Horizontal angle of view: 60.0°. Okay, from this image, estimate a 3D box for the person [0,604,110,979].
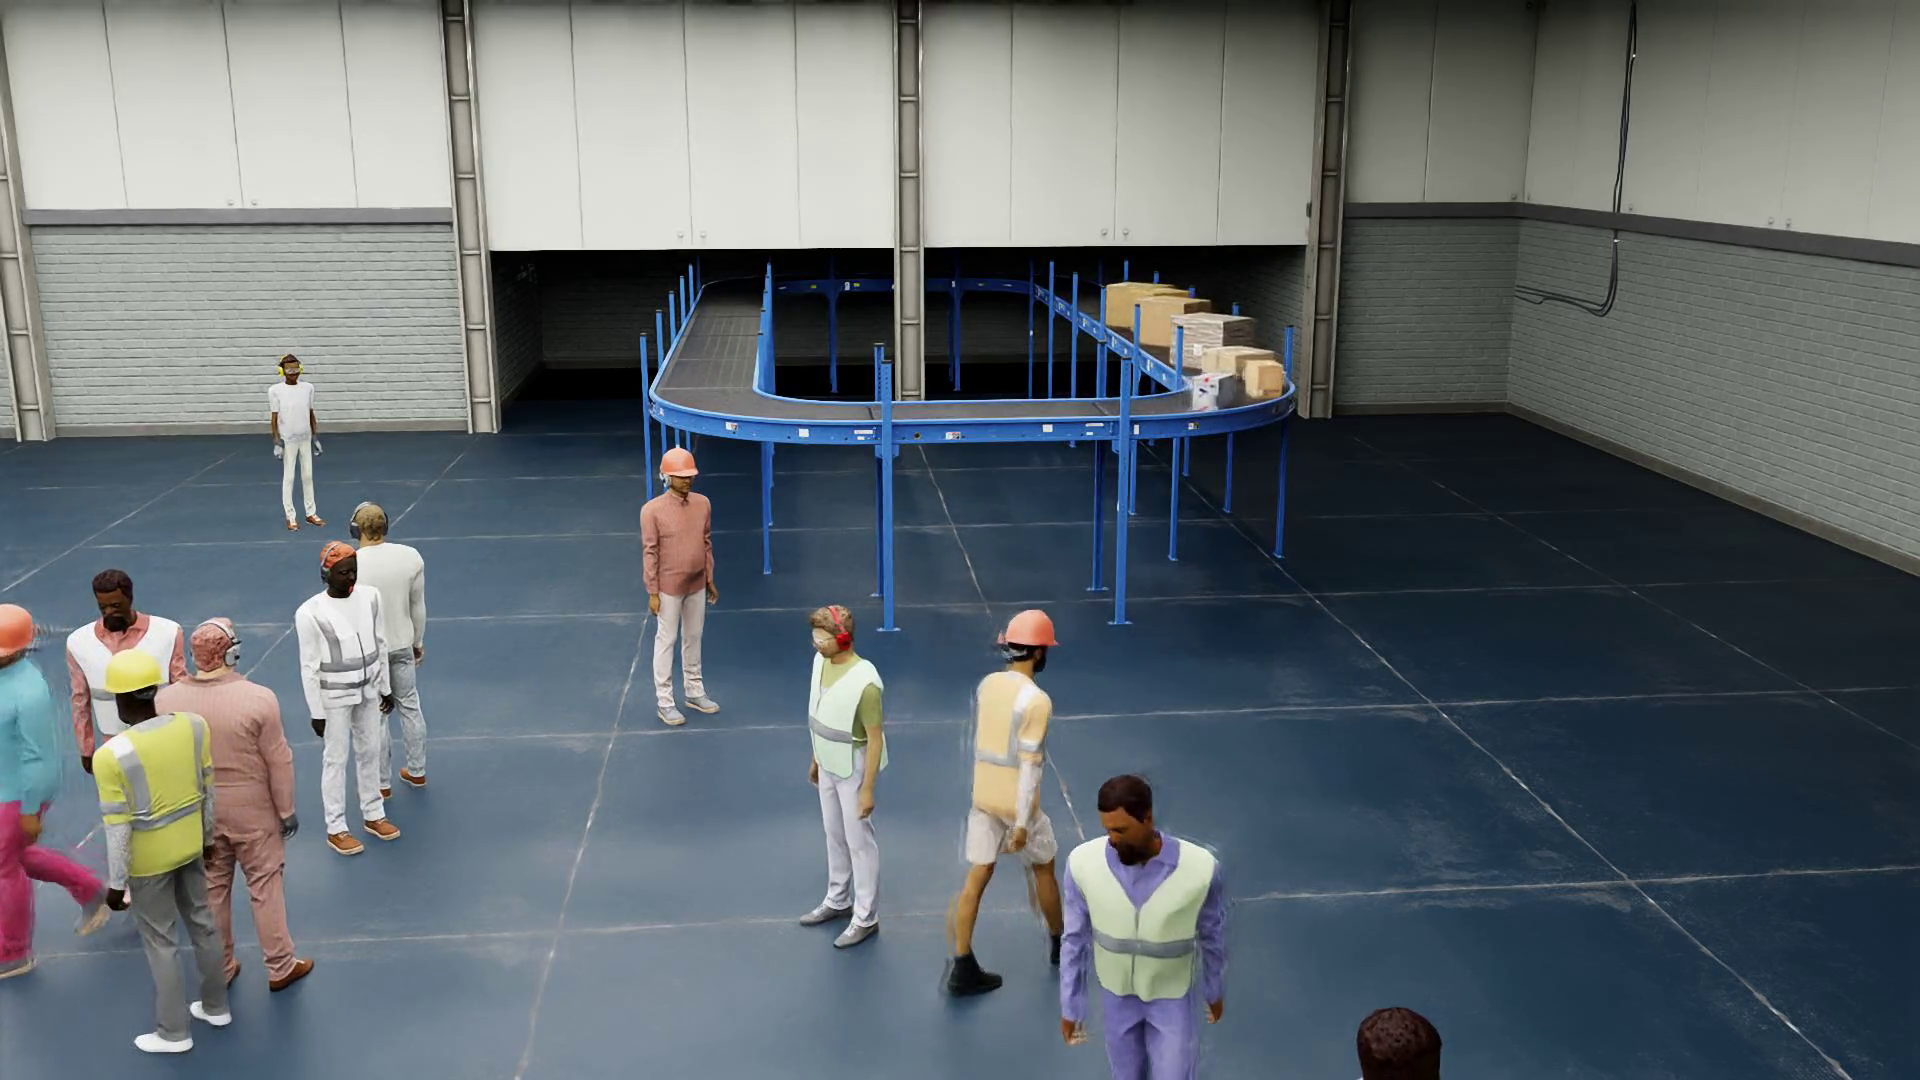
[{"bbox_3d":[-4.739,1.243,8.374,0.712,1.946,0.658,-11,18,-37],"label":"person"}]

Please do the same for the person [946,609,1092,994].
[{"bbox_3d":[0.265,1.290,8.339,1.024,1.860,0.544,-12,19,-40],"label":"person"}]

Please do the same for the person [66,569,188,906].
[{"bbox_3d":[-4.534,1.069,9.155,0.598,1.909,0.399,-4,15,-17],"label":"person"}]

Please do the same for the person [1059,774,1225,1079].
[{"bbox_3d":[0.703,1.753,6.468,0.612,1.874,0.512,4,14,14],"label":"person"}]

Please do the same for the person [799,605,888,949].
[{"bbox_3d":[-0.592,1.214,8.709,0.392,1.837,0.563,-10,17,-34],"label":"person"}]

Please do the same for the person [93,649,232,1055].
[{"bbox_3d":[-3.692,1.431,7.666,0.386,1.922,0.594,6,15,23],"label":"person"}]

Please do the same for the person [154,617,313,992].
[{"bbox_3d":[-3.570,1.310,8.185,0.637,1.911,0.403,0,14,1],"label":"person"}]

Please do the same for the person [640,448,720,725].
[{"bbox_3d":[-2.005,0.318,11.975,0.377,1.995,0.608,12,18,40],"label":"person"}]

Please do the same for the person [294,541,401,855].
[{"bbox_3d":[-3.606,0.921,9.816,0.351,1.878,0.568,8,16,30],"label":"person"}]

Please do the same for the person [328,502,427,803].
[{"bbox_3d":[-3.671,0.704,10.545,0.372,1.940,0.631,12,18,39],"label":"person"}]

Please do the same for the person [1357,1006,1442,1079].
[{"bbox_3d":[1.114,2.183,4.694,0.383,1.910,0.596,6,15,22],"label":"person"}]

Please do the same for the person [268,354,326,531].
[{"bbox_3d":[-7.049,-1.045,17.685,0.328,1.872,0.513,12,19,41],"label":"person"}]
